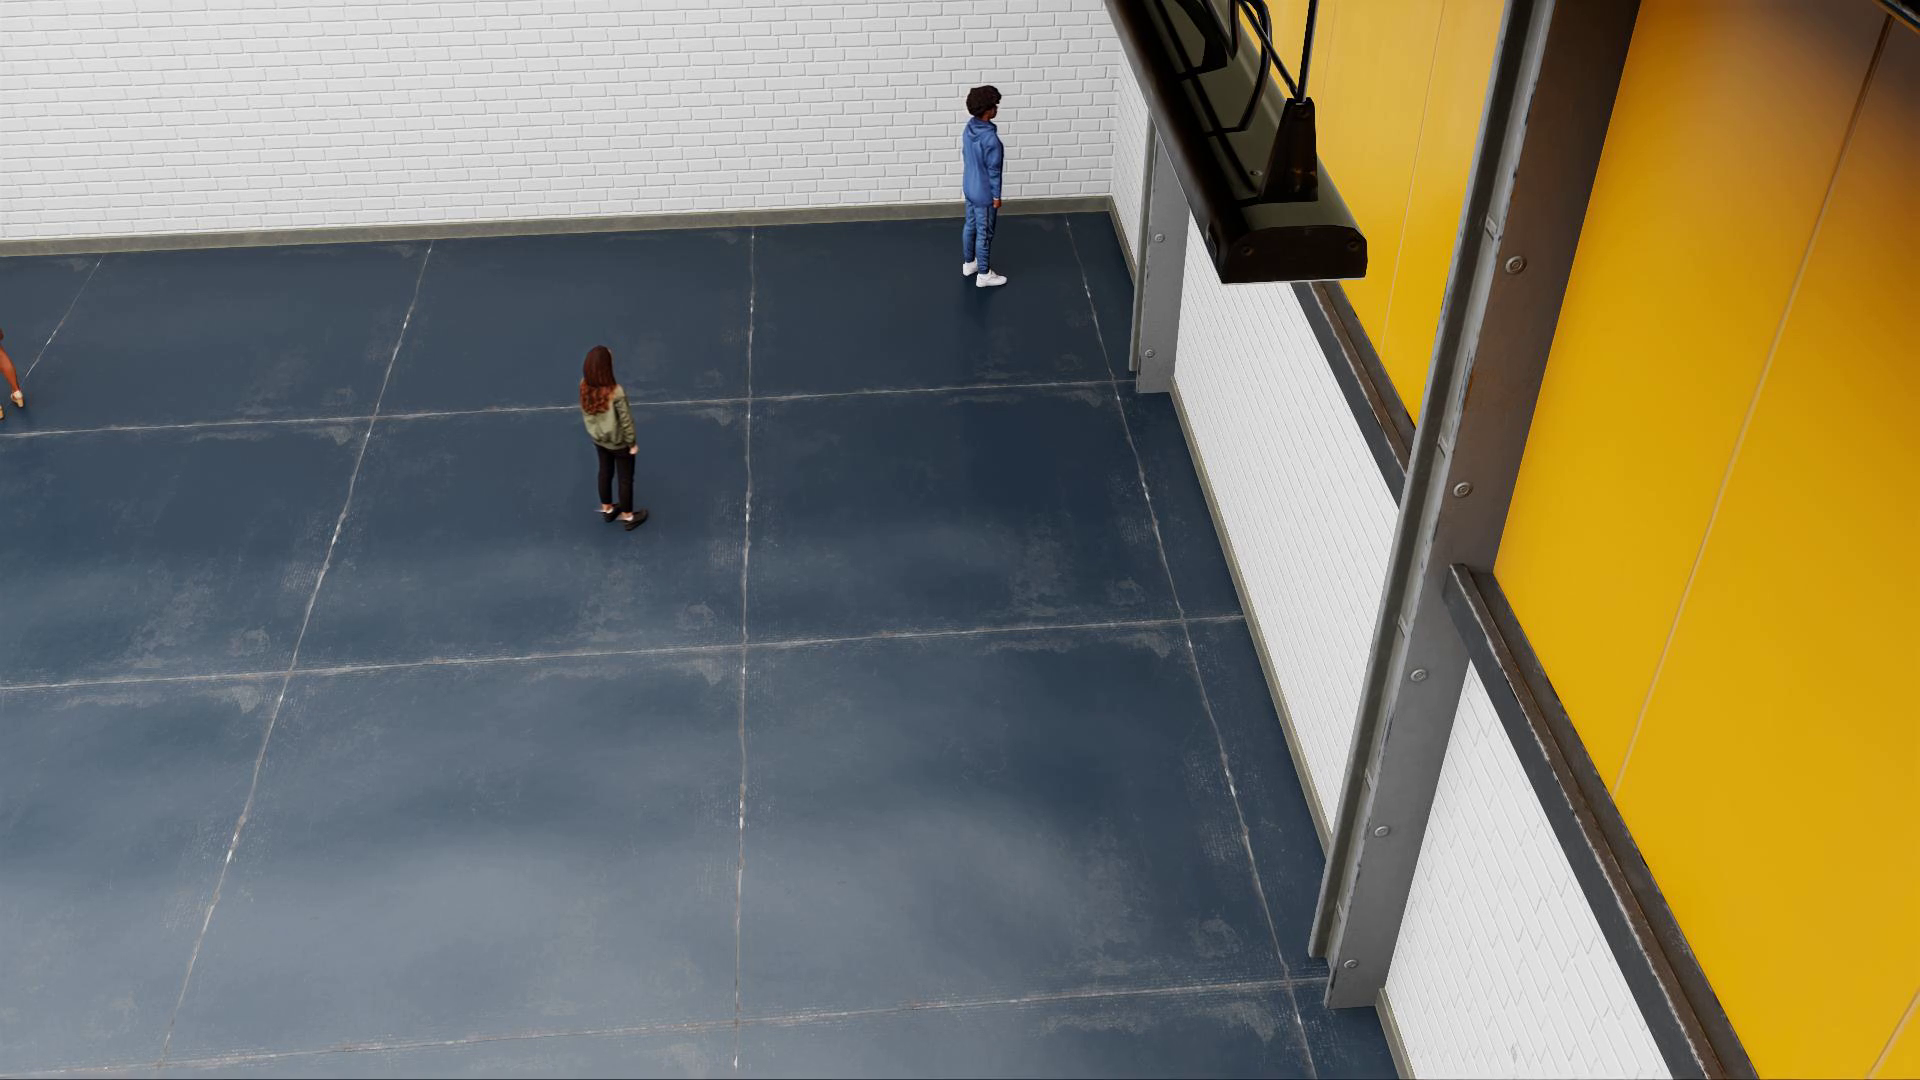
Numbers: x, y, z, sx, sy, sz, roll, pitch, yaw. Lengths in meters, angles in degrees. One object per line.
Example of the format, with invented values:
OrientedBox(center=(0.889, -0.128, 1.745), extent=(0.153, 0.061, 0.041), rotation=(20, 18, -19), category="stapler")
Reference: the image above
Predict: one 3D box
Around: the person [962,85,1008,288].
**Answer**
OrientedBox(center=(0.192, -3.105, 14.554), extent=(0.810, 1.808, 0.645), rotation=(-18, 42, -22), category="person")

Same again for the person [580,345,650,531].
OrientedBox(center=(-2.479, -0.728, 11.844), extent=(0.647, 1.476, 0.688), rotation=(23, 44, 26), category="person")
